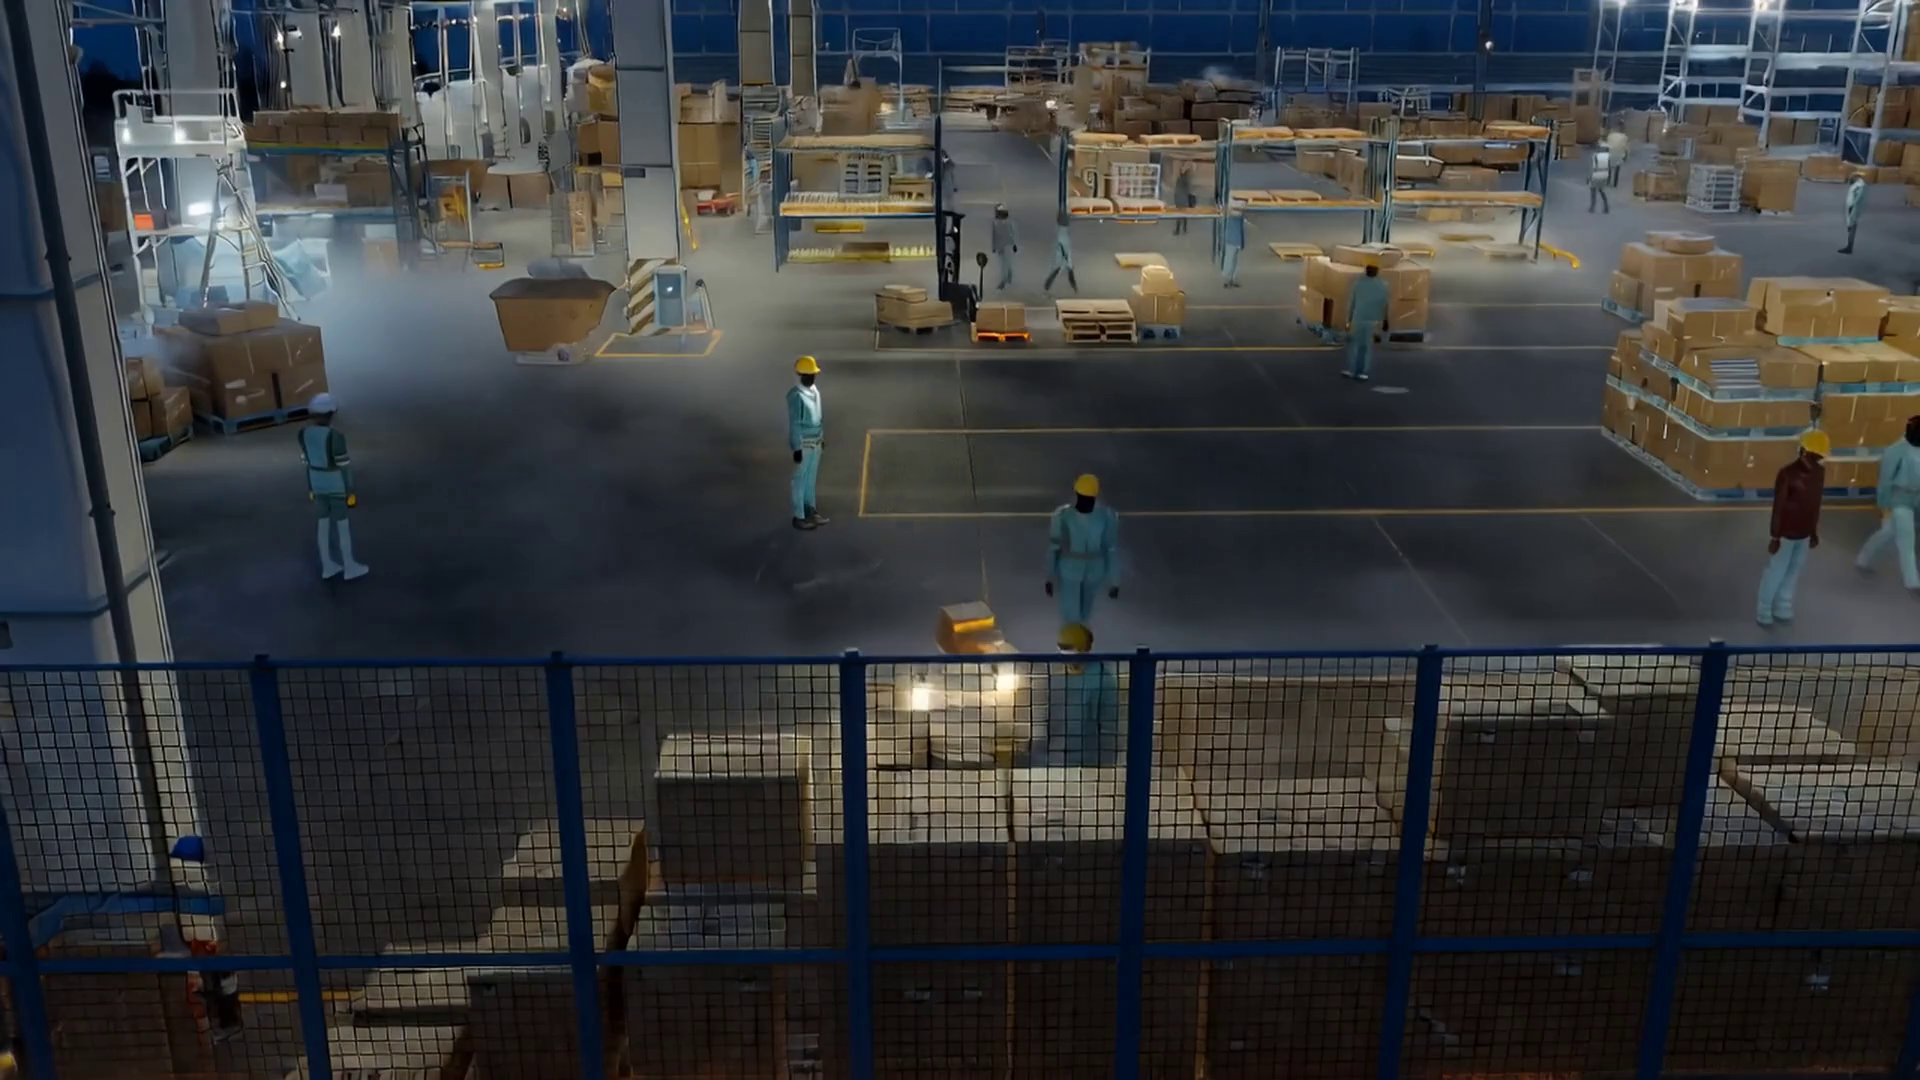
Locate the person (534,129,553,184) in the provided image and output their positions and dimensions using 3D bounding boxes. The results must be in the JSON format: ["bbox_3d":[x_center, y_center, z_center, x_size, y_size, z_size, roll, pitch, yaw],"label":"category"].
[{"bbox_3d":[-12.459,-11.443,49.763,0.526,1.625,0.552,-3,19,-9],"label":"person"}]

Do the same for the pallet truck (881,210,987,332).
[{"bbox_3d":[-0.493,-4.759,29.349,1.885,1.965,0.823,-13,23,-34],"label":"pallet truck"}]

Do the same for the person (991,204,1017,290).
[{"bbox_3d":[0.856,-5.816,32.958,0.489,1.678,0.913,10,21,27],"label":"person"}]

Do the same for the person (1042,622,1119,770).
[{"bbox_3d":[0.769,1.446,11.034,0.356,1.937,0.638,-14,23,-35],"label":"person"}]

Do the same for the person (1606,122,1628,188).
[{"bbox_3d":[19.216,-11.280,48.776,0.611,1.944,0.795,10,21,27],"label":"person"}]

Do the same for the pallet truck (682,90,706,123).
[{"bbox_3d":[-9.671,-15.907,62.421,0.823,1.965,1.885,5,19,15],"label":"pallet truck"}]

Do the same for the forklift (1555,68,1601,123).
[{"bbox_3d":[22.749,-15.805,60.757,1.129,2.768,1.873,-5,19,-14],"label":"forklift"}]

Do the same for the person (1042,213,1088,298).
[{"bbox_3d":[2.000,-5.453,31.945,0.896,1.642,0.540,4,19,13],"label":"person"}]

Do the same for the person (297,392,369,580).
[{"bbox_3d":[-6.409,-0.548,16.949,0.543,1.939,0.371,6,19,17],"label":"person"}]

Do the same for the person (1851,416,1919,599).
[{"bbox_3d":[9.463,-0.377,16.669,0.630,1.803,0.959,-11,21,-29],"label":"person"}]

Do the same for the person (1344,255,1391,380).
[{"bbox_3d":[6.265,-3.410,25.525,0.629,1.879,0.540,4,19,10],"label":"person"}]

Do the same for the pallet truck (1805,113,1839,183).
[{"bbox_3d":[26.403,-11.957,50.702,0.823,1.965,1.885,6,19,16],"label":"pallet truck"}]

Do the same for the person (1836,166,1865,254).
[{"bbox_3d":[19.991,-7.391,37.249,0.355,1.938,0.545,14,23,36],"label":"person"}]

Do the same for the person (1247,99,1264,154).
[{"bbox_3d":[10.376,-14.526,58.463,0.628,1.902,0.460,-1,19,-3],"label":"person"}]

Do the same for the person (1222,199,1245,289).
[{"bbox_3d":[5.459,-5.885,33.060,0.524,1.760,0.326,-12,22,-32],"label":"person"}]

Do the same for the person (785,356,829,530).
[{"bbox_3d":[-1.712,-1.096,18.557,0.384,1.949,0.605,7,20,21],"label":"person"}]

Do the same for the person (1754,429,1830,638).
[{"bbox_3d":[7.770,-0.073,15.467,0.611,1.985,0.394,-9,21,-26],"label":"person"}]

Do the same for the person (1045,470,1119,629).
[{"bbox_3d":[1.090,0.333,14.378,0.622,1.900,0.751,-4,19,-12],"label":"person"}]

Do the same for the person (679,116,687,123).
[{"bbox_3d":[-8.414,-12.006,50.938,0.360,1.938,0.635,-5,19,-15],"label":"person"}]

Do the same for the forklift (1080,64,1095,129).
[{"bbox_3d":[4.802,-16.587,63.077,1.873,2.768,1.129,-1,19,-2],"label":"forklift"}]

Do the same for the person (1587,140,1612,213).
[{"bbox_3d":[16.733,-9.478,43.467,0.555,1.922,0.722,-2,19,-6],"label":"person"}]

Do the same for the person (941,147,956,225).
[{"bbox_3d":[-0.329,-8.898,41.767,0.628,1.914,0.731,12,22,33],"label":"person"}]

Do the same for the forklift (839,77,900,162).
[{"bbox_3d":[-2.996,-13.906,55.124,1.873,2.768,1.129,4,19,11],"label":"forklift"}]

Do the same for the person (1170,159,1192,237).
[{"bbox_3d":[5.264,-8.137,39.644,0.508,1.829,0.562,18,25,42],"label":"person"}]
